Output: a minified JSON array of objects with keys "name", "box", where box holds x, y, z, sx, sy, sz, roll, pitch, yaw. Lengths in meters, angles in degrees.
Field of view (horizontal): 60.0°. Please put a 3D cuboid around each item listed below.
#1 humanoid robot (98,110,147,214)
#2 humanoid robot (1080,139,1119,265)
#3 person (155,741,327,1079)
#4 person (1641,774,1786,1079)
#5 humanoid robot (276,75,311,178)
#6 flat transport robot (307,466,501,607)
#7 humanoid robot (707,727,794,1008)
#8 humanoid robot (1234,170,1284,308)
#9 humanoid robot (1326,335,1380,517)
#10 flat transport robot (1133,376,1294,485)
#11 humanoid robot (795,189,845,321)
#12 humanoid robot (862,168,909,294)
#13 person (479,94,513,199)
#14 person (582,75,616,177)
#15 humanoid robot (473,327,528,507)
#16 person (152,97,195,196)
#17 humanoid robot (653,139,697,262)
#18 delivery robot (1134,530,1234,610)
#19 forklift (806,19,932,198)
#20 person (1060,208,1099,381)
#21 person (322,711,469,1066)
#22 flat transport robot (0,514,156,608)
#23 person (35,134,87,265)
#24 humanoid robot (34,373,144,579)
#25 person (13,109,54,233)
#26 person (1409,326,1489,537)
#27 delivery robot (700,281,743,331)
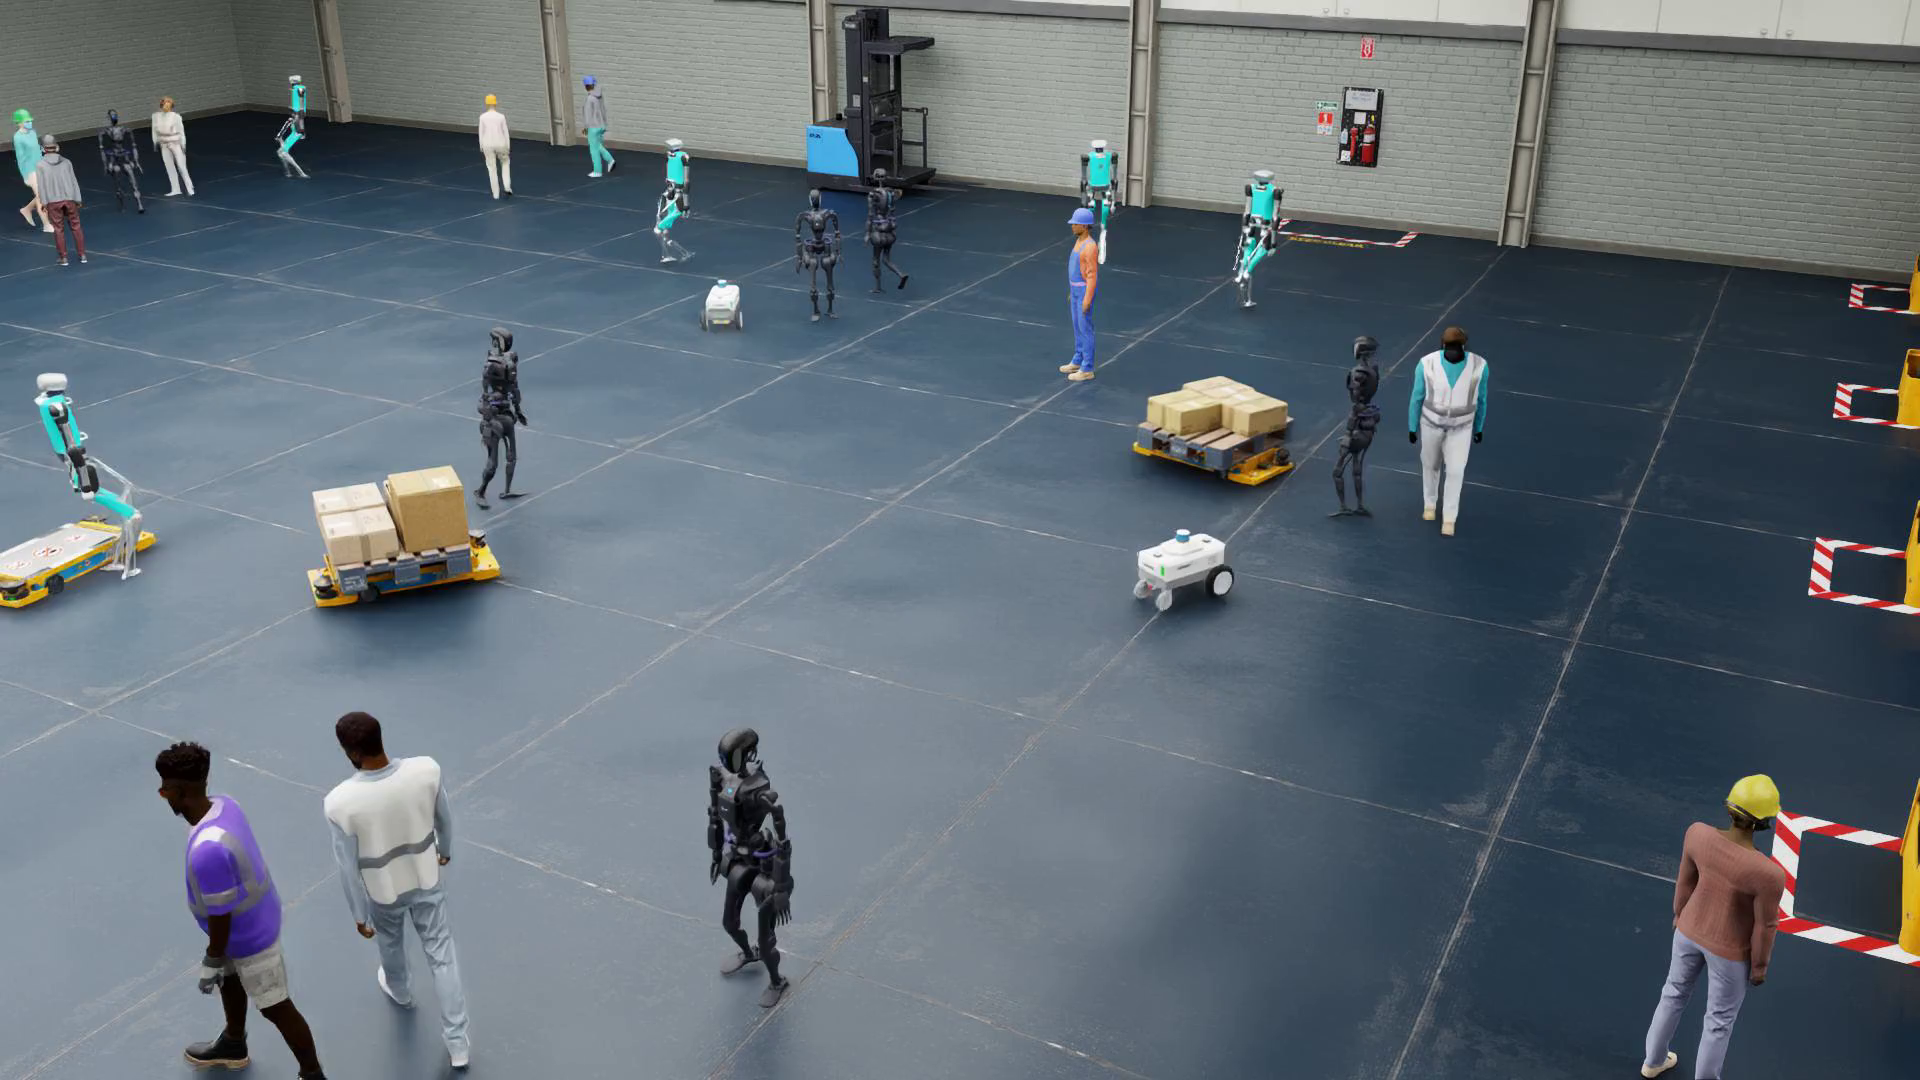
[{"name":"humanoid robot","box":[-13.290,-5.977,26.336,0.588,1.623,0.770,-18,29,-36]},{"name":"humanoid robot","box":[1.899,-4.854,23.615,0.548,1.779,0.928,-3,23,-7]},{"name":"person","box":[-3.450,1.827,7.828,0.712,1.920,0.690,-10,25,-22]},{"name":"person","box":[3.603,1.890,7.881,0.341,1.758,0.518,-13,27,-28]},{"name":"humanoid robot","box":[-11.716,-7.165,28.986,0.782,1.786,0.539,-15,27,-31]},{"name":"flat transport robot","box":[-4.582,0.212,13.668,1.431,0.231,0.659,-11,26,-24]},{"name":"humanoid robot","box":[-1.050,1.656,8.540,0.614,1.641,0.394,17,29,35]},{"name":"humanoid robot","box":[3.661,-3.701,20.999,0.539,1.833,0.748,20,30,38]},{"name":"humanoid robot","box":[3.516,-0.989,14.697,0.436,1.656,0.609,10,25,23]},{"name":"flat transport robot","box":[2.455,-0.857,16.159,1.431,0.231,0.659,20,30,39]},{"name":"humanoid robot","box":[-1.736,-3.537,20.612,0.612,1.646,0.331,-5,24,-13]},{"name":"humanoid robot","box":[-0.972,-4.031,21.781,0.522,1.644,0.589,15,27,30]},{"name":"person","box":[-7.703,-6.509,27.524,0.489,1.680,0.492,-6,24,-15]},{"name":"person","box":[-6.383,-7.238,29.122,0.426,1.757,0.529,7,24,16]},{"name":"humanoid robot","box":[-4.194,-1.133,15.026,0.484,1.644,0.611,7,24,16]},{"name":"person","box":[-13.099,-6.527,27.651,0.592,1.617,0.318,3,23,7]},{"name":"humanoid robot","box":[-4.054,-4.658,23.155,0.922,1.766,0.540,-20,30,-39]},{"name":"delivery robot","box":[1.777,0.204,13.316,0.791,0.587,0.499,-15,28,-31]},{"name":"forklift","box":[-1.573,-7.292,27.850,1.873,2.768,1.129,12,26,25]},{"name":"person","box":[1.347,-2.727,18.435,0.354,1.909,0.530,-6,24,-13]},{"name":"person","box":[-2.774,1.680,8.243,0.606,1.859,0.986,-13,27,-28]},{"name":"flat transport robot","box":[-7.476,0.166,13.777,0.659,0.231,1.431,8,25,19]},{"name":"person","box":[-12.628,-4.778,23.340,0.546,1.806,0.379,-20,30,-39]},{"name":"humanoid robot","box":[-6.977,-0.541,13.537,0.731,1.764,0.538,-17,28,-34]},{"name":"person","box":[-14.046,-5.579,25.140,0.612,1.852,0.536,1,23,2]},{"name":"person","box":[4.202,-0.939,14.405,0.641,1.803,0.862,7,24,16]},{"name":"delivery robot","box":[-2.929,-2.913,20.553,0.499,0.571,0.756,0,23,-1]}]
